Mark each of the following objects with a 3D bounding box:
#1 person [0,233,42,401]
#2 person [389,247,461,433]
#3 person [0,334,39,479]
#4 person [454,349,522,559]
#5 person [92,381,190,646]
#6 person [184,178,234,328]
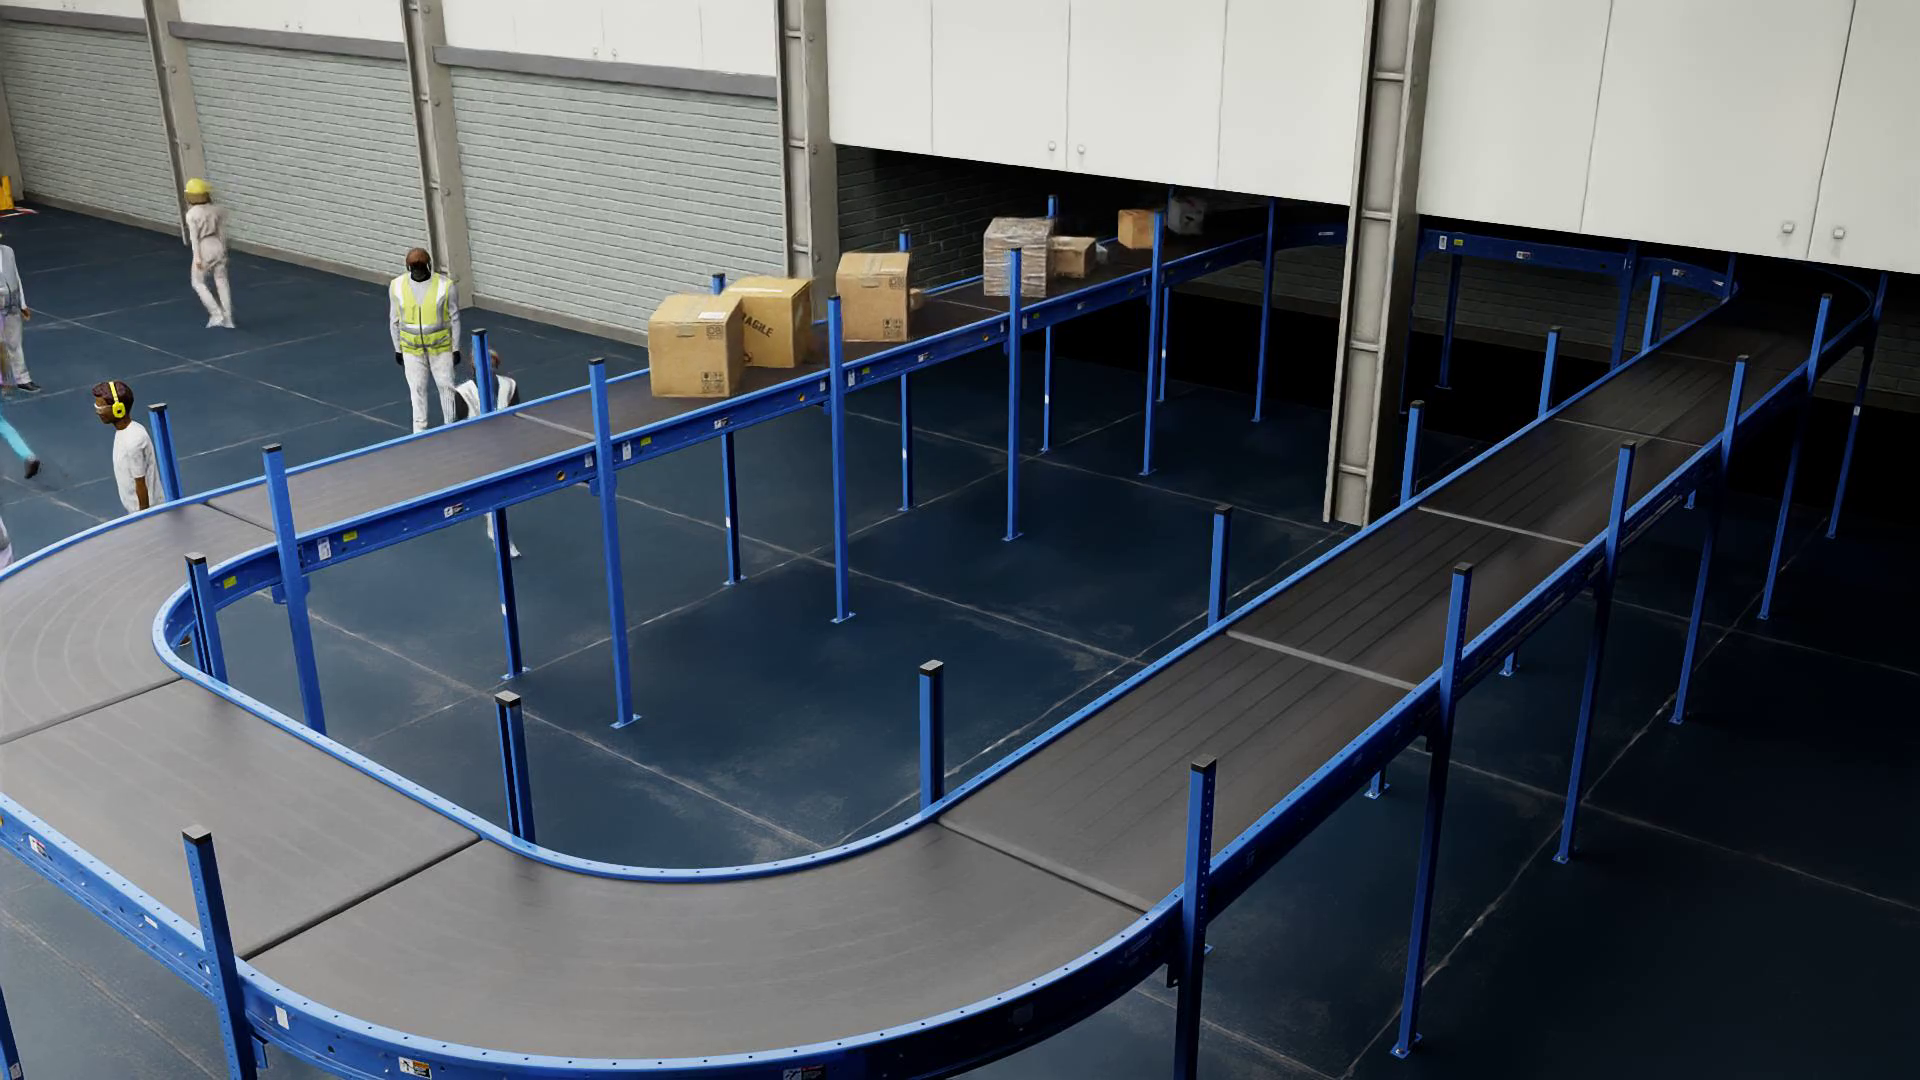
[{"bbox_3d":[-9.574,-2.317,16.589,0.403,1.823,0.588,10,23,23],"label":"person"},{"bbox_3d":[-4.838,-1.746,15.115,0.627,1.843,0.429,-3,22,-8],"label":"person"},{"bbox_3d":[-8.247,-1.299,14.000,0.559,1.827,0.572,9,23,22],"label":"person"},{"bbox_3d":[-3.495,-0.657,12.647,0.545,1.602,0.780,-19,28,-40],"label":"person"},{"bbox_3d":[-5.447,-0.158,11.063,0.329,1.861,0.504,-13,25,-30],"label":"person"},{"bbox_3d":[-8.669,-3.296,19.193,0.401,1.732,0.482,10,24,24],"label":"person"}]
